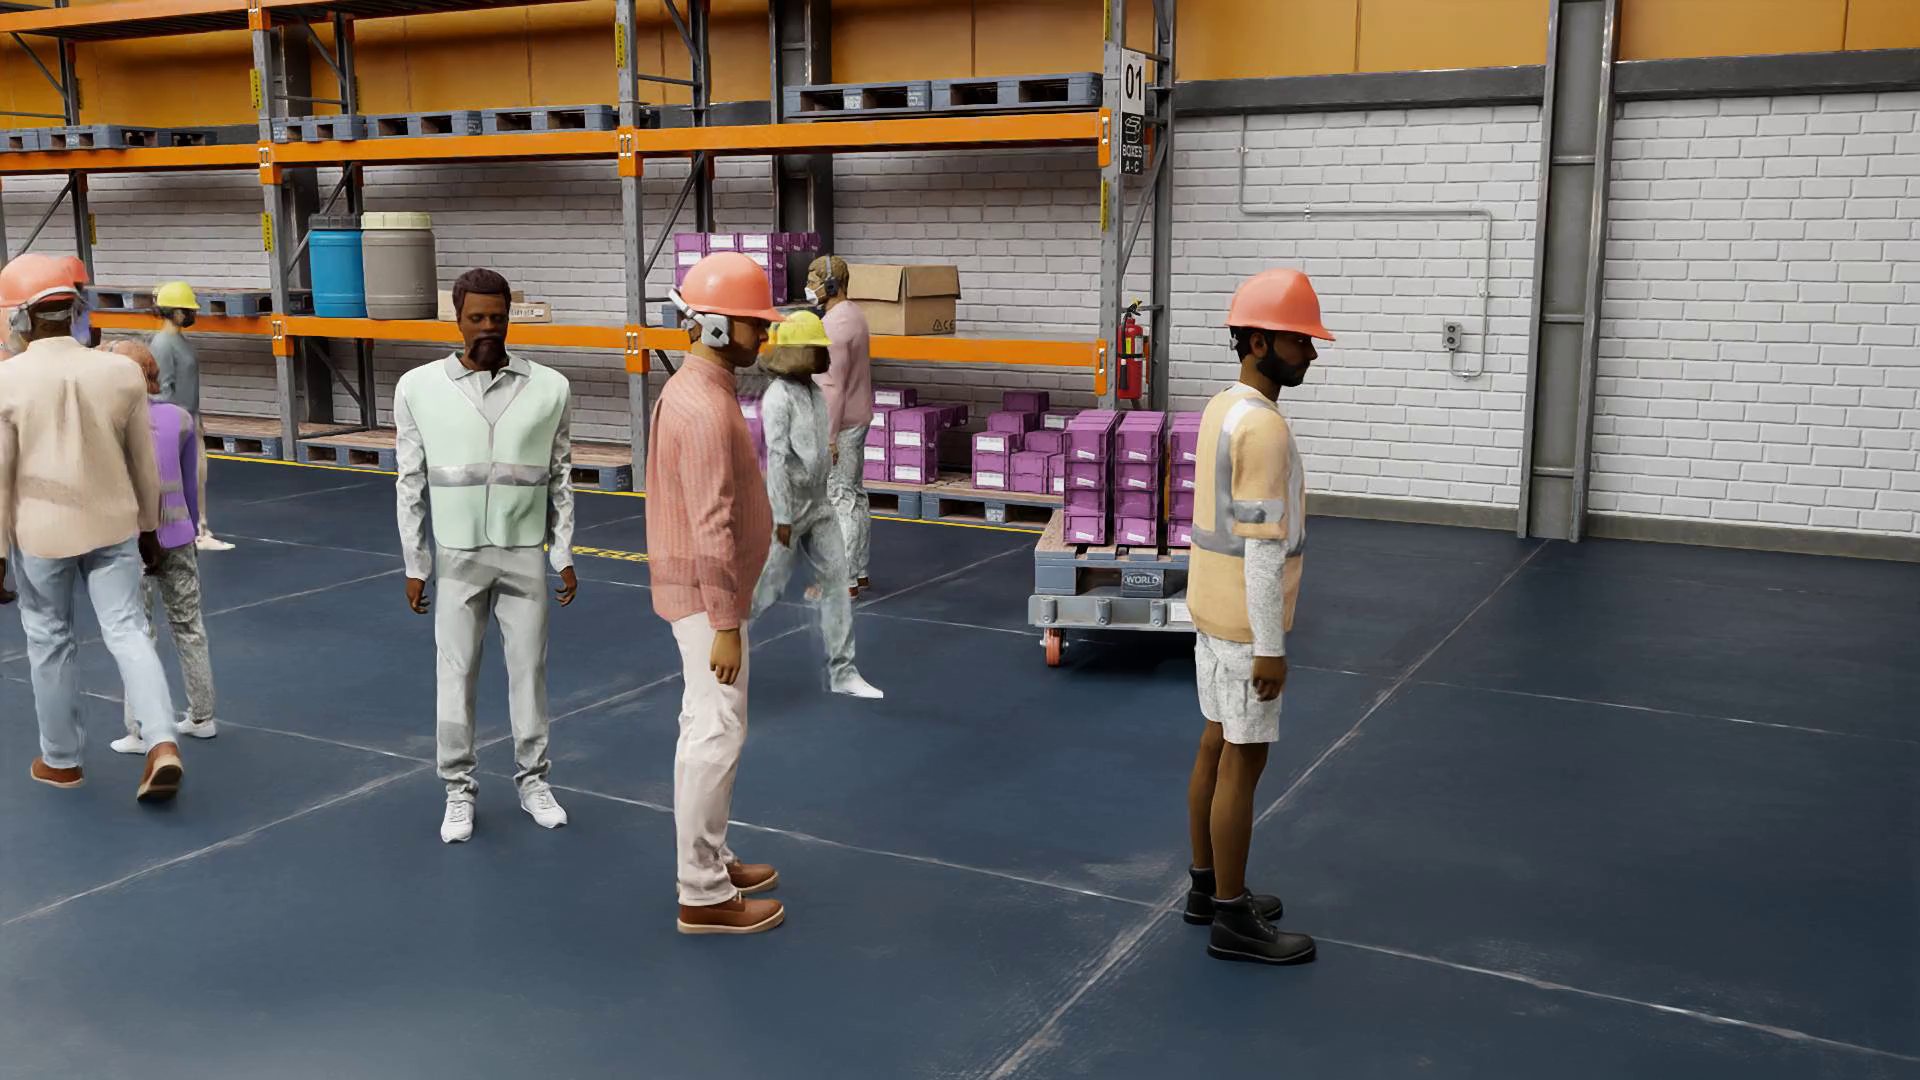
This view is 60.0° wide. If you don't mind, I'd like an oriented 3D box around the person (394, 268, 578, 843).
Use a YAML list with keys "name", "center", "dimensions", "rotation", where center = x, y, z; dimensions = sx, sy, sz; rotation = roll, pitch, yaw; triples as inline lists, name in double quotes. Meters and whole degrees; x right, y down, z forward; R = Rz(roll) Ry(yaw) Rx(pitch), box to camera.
- name: "person"
  center: [-1.592, 0.046, 5.651]
  dimensions: [0.593, 1.921, 0.392]
  rotation: [-5, 11, -25]

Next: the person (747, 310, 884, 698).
- name: "person"
  center: [-0.766, -0.156, 7.342]
  dimensions: [0.837, 1.719, 0.487]
  rotation: [5, 11, 26]

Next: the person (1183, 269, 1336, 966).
- name: "person"
  center: [0.831, 0.213, 4.697]
  dimensions: [0.375, 1.934, 0.547]
  rotation: [-1, 10, -3]

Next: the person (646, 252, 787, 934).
- name: "person"
  center: [-0.696, 0.166, 4.840]
  dimensions: [0.410, 1.980, 0.624]
  rotation: [-2, 11, -13]

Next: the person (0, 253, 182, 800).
- name: "person"
  center: [-3.147, -0.024, 5.942]
  dimensions: [0.735, 1.991, 0.637]
  rotation: [9, 14, 42]

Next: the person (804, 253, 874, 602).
- name: "person"
  center: [-0.672, -0.617, 9.262]
  dimensions: [0.376, 1.933, 0.625]
  rotation: [1, 10, 7]

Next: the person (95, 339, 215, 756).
- name: "person"
  center: [-3.199, 0.029, 6.545]
  dimensions: [0.317, 1.629, 0.508]
  rotation: [5, 11, 25]

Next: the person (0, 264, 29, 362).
- name: "person"
  center: [-7.655, -1.276, 13.202]
  dimensions: [0.593, 1.815, 0.657]
  rotation: [2, 11, 10]

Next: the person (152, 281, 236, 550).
- name: "person"
  center: [-5.050, -0.768, 10.606]
  dimensions: [0.601, 1.747, 0.526]
  rotation: [-2, 11, -11]
